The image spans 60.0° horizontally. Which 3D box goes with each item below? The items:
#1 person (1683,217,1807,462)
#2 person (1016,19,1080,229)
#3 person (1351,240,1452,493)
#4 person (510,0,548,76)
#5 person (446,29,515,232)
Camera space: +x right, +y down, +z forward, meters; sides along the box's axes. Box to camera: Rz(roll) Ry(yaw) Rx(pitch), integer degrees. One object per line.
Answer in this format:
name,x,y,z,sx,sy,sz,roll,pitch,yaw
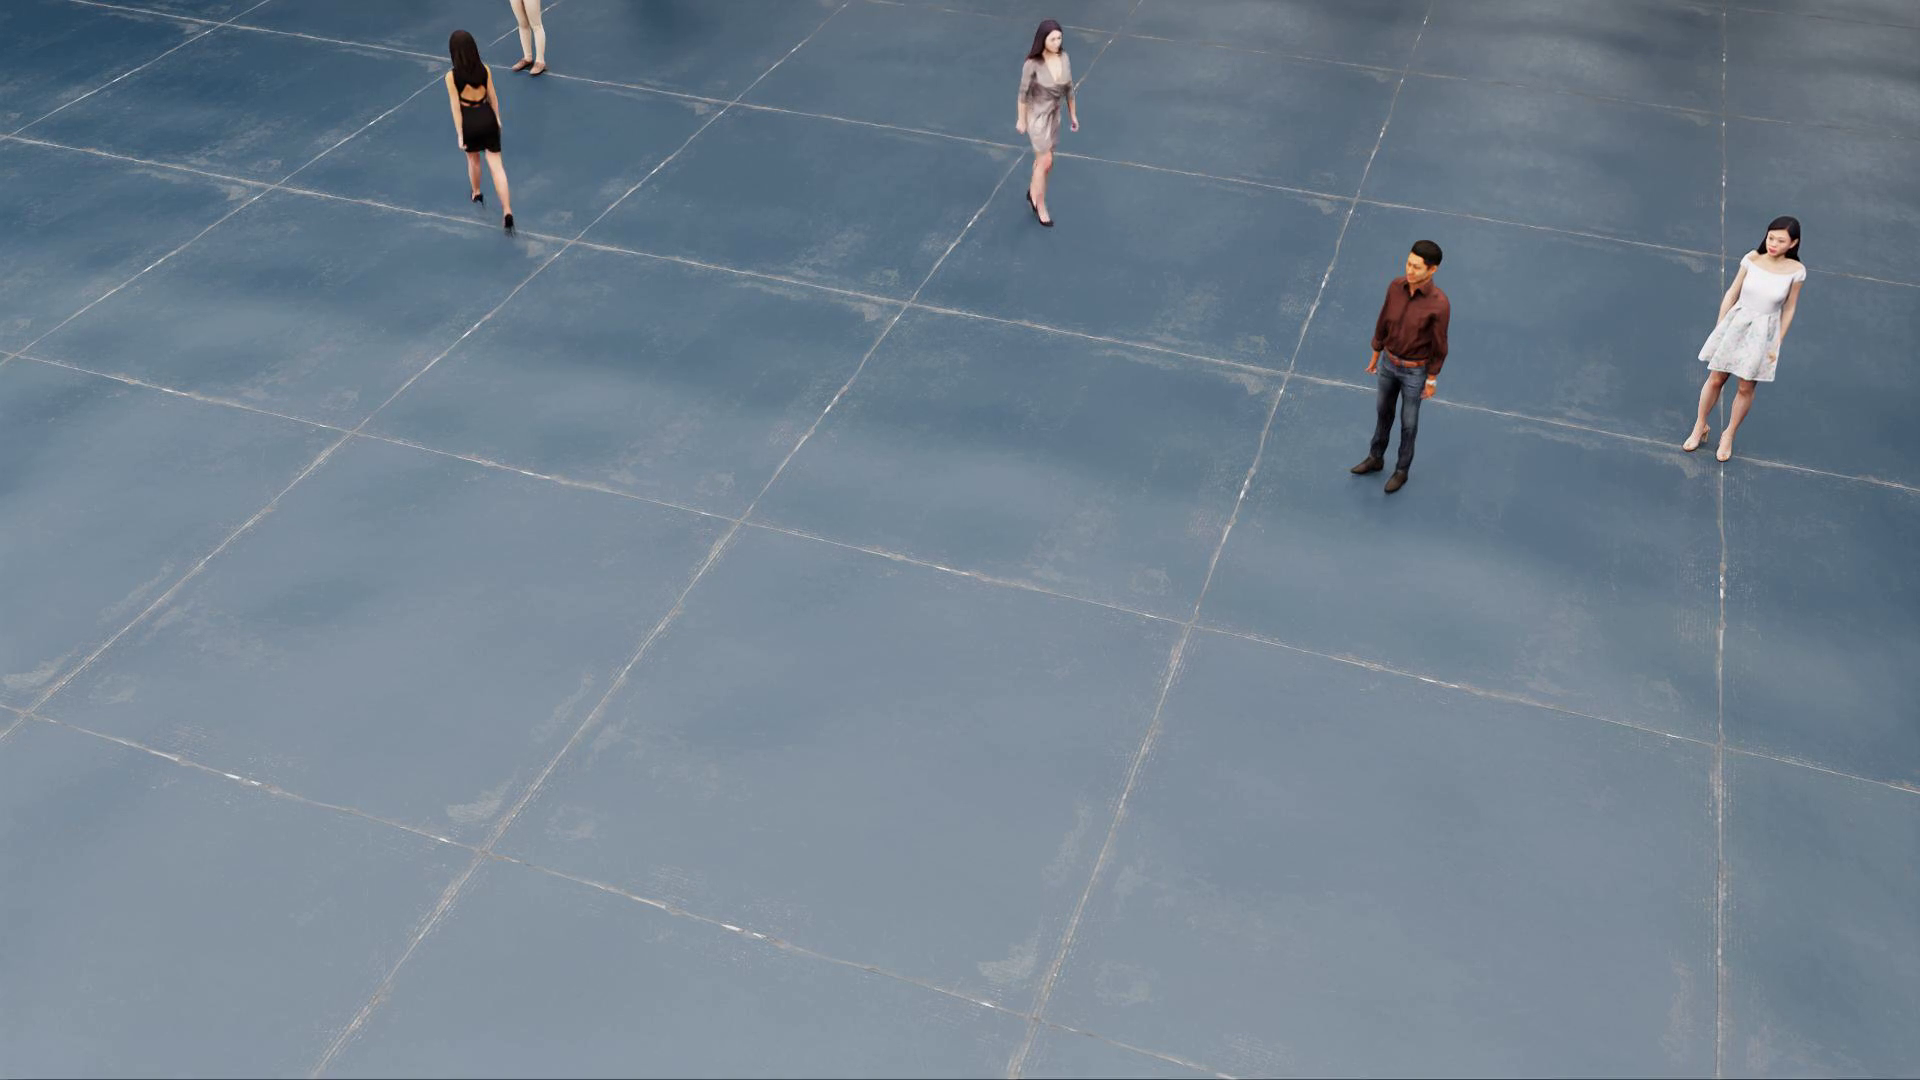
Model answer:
person,5.157,-1.306,10.890,0.718,1.773,0.721,23,44,27
person,0.646,-3.484,13.712,0.792,1.725,0.839,-27,45,-30
person,2.858,-1.116,10.642,0.693,1.779,0.720,-29,46,-31
person,-4.260,-5.421,16.248,0.629,1.652,0.572,13,40,16
person,-3.879,-3.288,13.565,1.041,1.596,1.035,-20,42,-24
